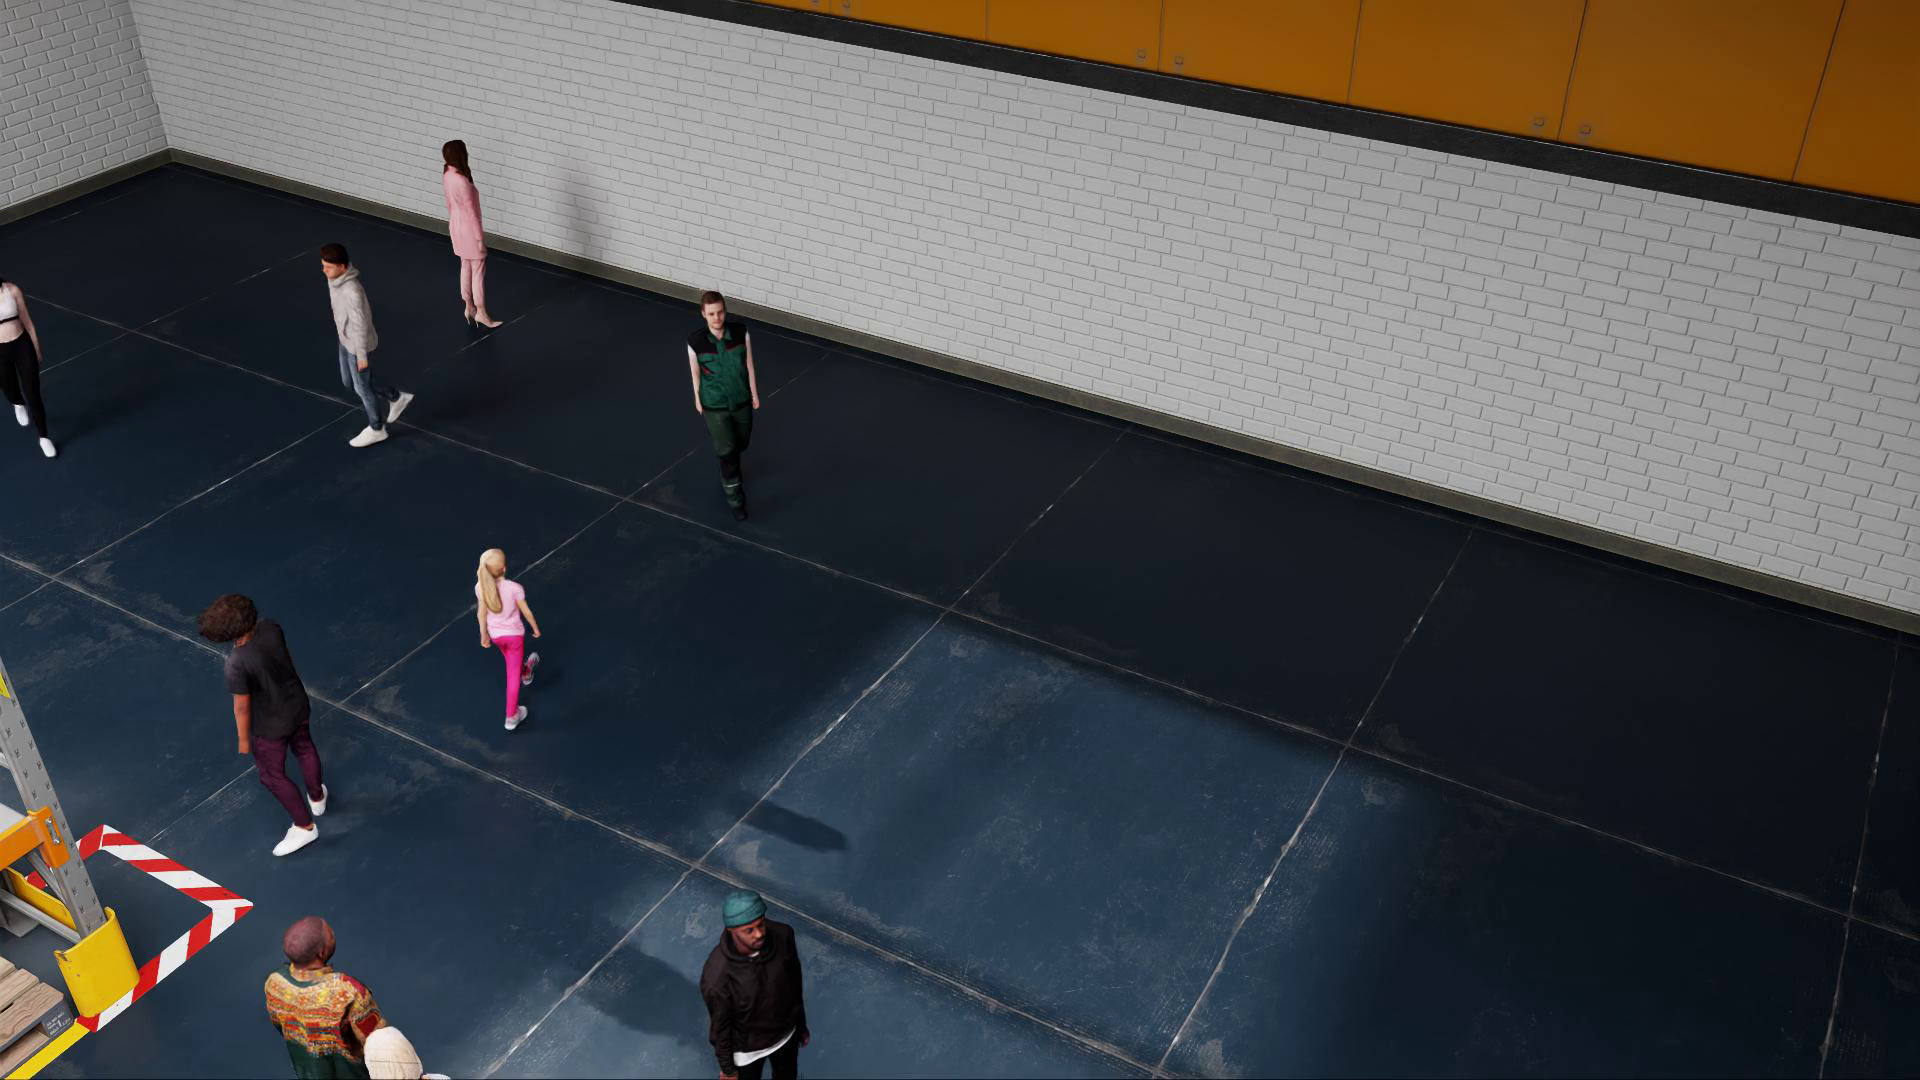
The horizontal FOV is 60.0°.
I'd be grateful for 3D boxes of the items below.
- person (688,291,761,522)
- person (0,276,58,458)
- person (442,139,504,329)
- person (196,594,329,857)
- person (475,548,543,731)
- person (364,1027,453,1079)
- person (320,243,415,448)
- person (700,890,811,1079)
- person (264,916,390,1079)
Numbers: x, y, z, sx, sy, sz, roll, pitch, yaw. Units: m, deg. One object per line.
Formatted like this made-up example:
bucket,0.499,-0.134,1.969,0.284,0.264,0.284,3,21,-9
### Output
person,-1.811,-1.106,12.835,1.132,1.815,1.103,-15,36,-21
person,-7.750,-1.537,13.562,0.945,1.730,0.871,-23,40,-31
person,-4.577,-2.834,15.449,0.631,1.801,0.673,-27,42,-34
person,-3.996,0.967,9.768,0.922,1.759,0.634,17,37,24
person,-2.938,0.645,10.719,0.691,1.242,0.952,6,34,9
person,-2.196,2.808,7.056,1.161,1.695,0.852,-28,43,-35
person,-4.826,-1.617,13.592,0.983,1.829,0.886,-20,38,-27
person,-0.952,2.282,7.739,0.787,1.816,0.619,29,43,36
person,-2.828,2.450,7.512,0.836,1.786,1.156,10,35,15
